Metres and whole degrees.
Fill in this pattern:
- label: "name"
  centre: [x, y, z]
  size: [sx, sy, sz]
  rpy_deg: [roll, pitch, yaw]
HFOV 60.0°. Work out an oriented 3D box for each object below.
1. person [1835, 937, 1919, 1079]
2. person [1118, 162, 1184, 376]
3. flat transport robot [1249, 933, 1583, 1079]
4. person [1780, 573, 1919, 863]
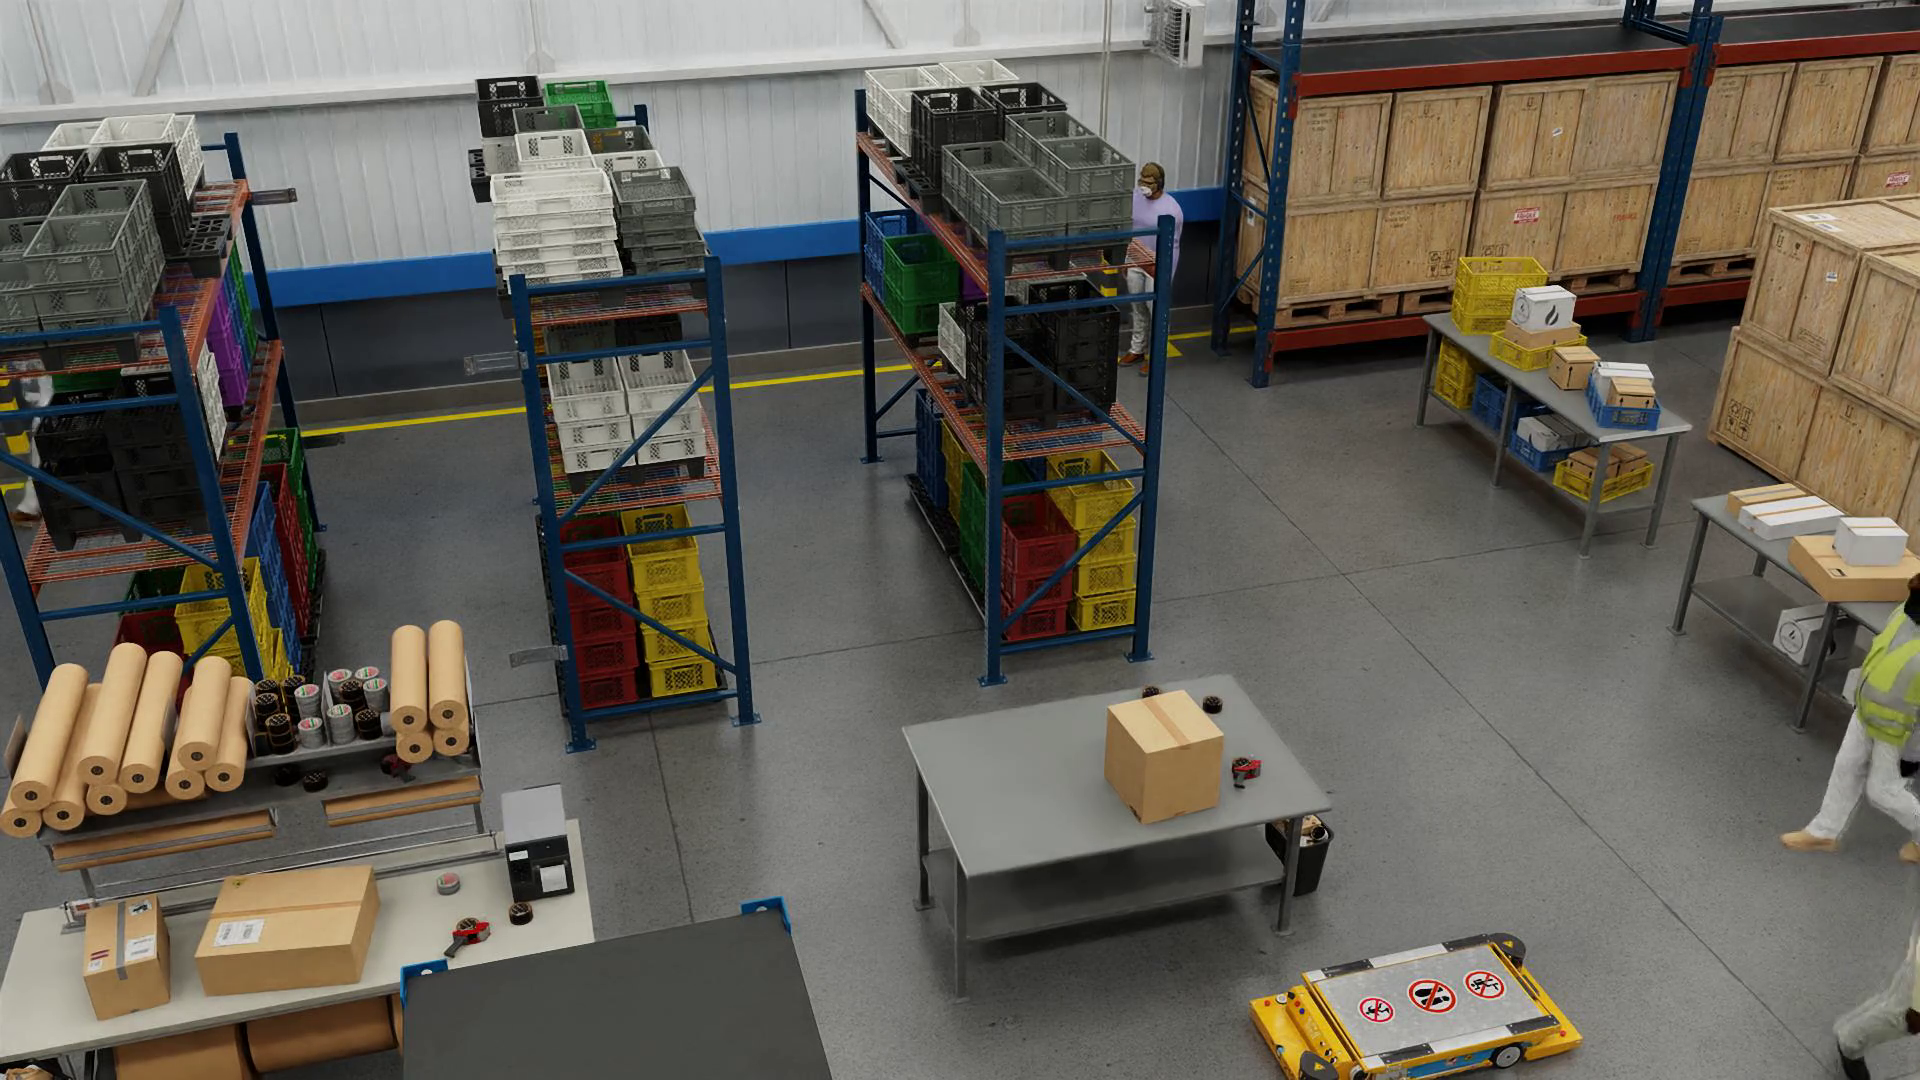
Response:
- label: "person"
  centre: [4.299, 1.824, 7.258]
  size: [0.699, 1.785, 0.754]
  rpy_deg: [-13, 31, -22]
- label: "person"
  centre: [1.693, -2.428, 14.844]
  size: [0.374, 1.933, 0.625]
  rpy_deg: [-21, 35, -33]
- label: "flat transport robot"
  centre: [2.184, 2.282, 7.980]
  size: [1.431, 0.197, 0.652]
  rpy_deg: [-8, 30, -14]
- label: "person"
  centre: [4.977, 0.961, 8.791]
  size: [0.752, 1.819, 0.640]
  rpy_deg: [2, 29, 4]
